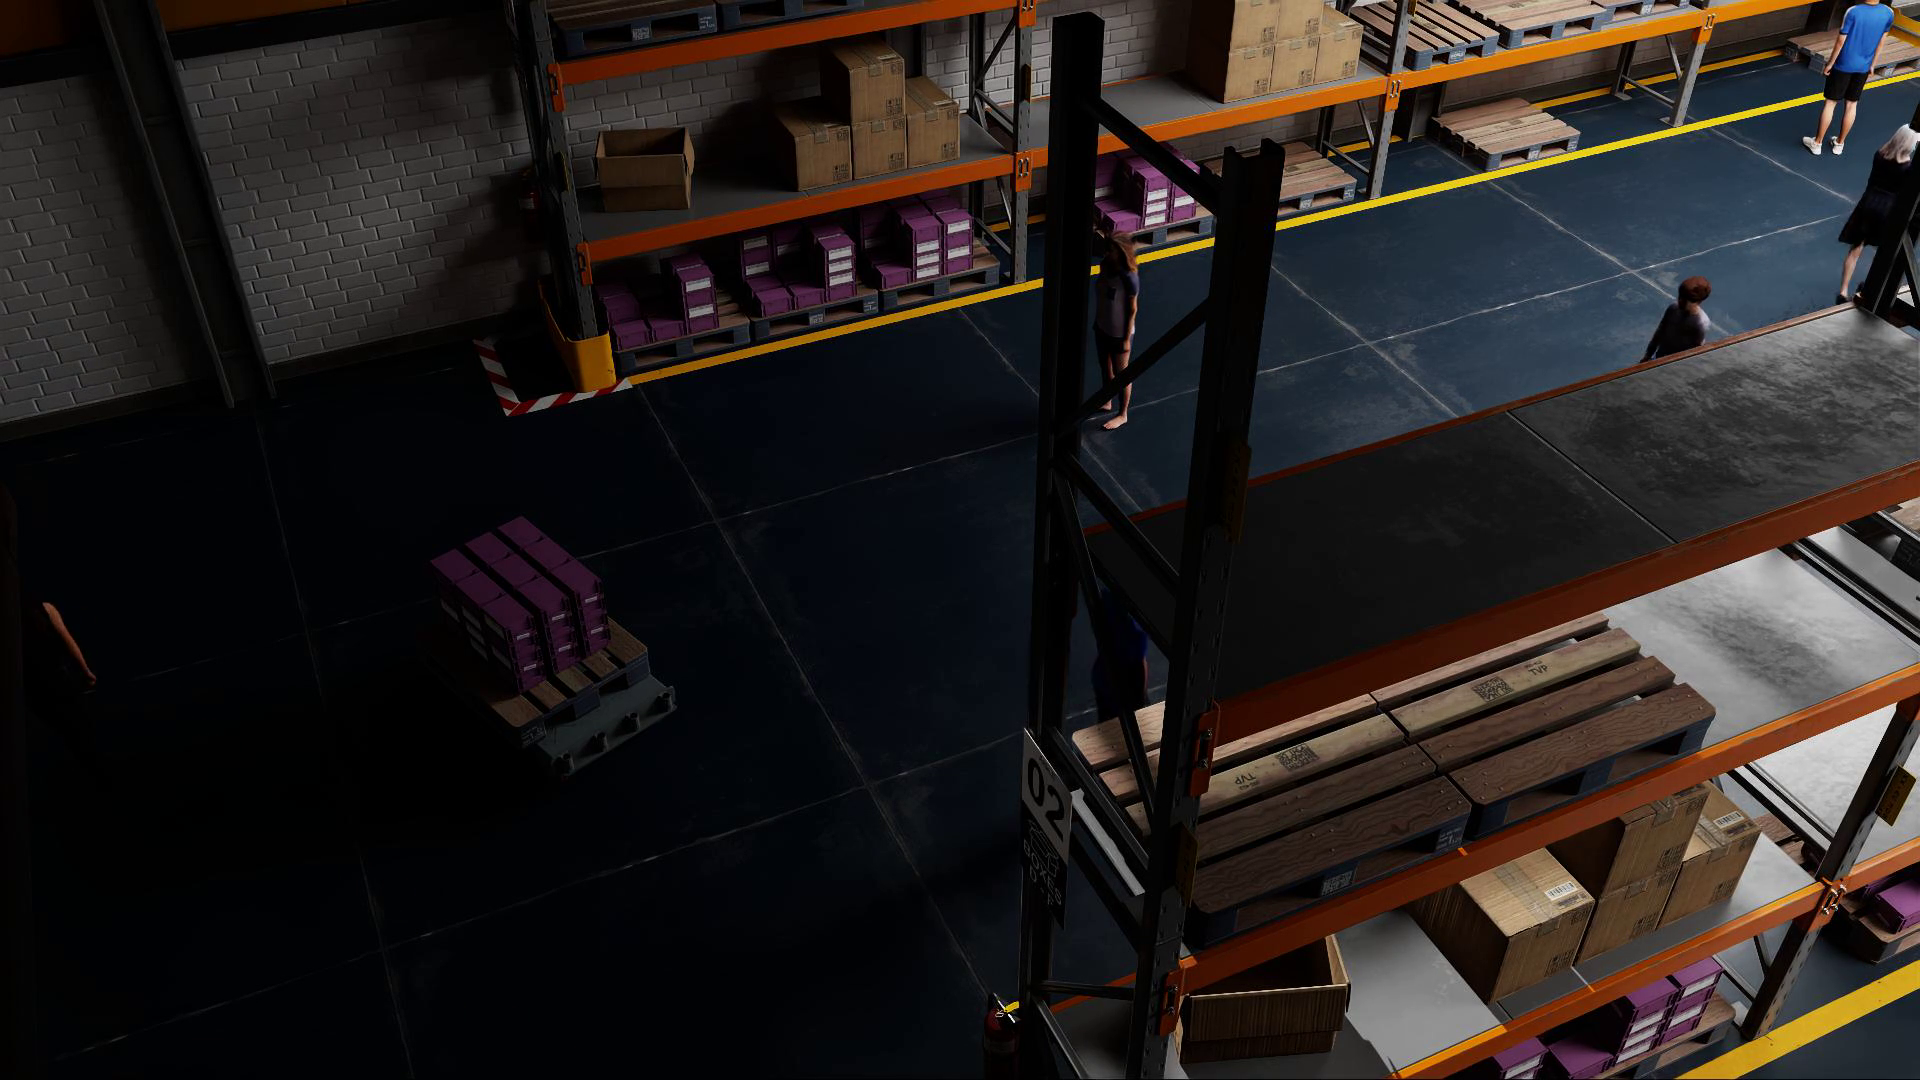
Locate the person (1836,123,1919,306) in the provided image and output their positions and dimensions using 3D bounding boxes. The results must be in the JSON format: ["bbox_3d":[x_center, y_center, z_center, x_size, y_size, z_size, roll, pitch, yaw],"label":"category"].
[{"bbox_3d":[7.988,-2.810,14.578,0.804,1.732,0.645,-23,44,-26],"label":"person"}]

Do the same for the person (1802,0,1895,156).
[{"bbox_3d":[9.148,-4.874,17.055,0.685,1.865,0.803,2,39,3],"label":"person"}]

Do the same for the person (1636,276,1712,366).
[{"bbox_3d":[5.545,-1.316,12.795,1.160,1.623,0.739,-8,39,-10],"label":"person"}]

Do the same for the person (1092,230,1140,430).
[{"bbox_3d":[1.233,-1.677,13.161,0.562,1.729,0.621,-20,43,-23],"label":"person"}]

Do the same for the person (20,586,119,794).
[{"bbox_3d":[-5.398,0.904,9.973,0.844,1.675,0.796,24,44,27],"label":"person"}]
